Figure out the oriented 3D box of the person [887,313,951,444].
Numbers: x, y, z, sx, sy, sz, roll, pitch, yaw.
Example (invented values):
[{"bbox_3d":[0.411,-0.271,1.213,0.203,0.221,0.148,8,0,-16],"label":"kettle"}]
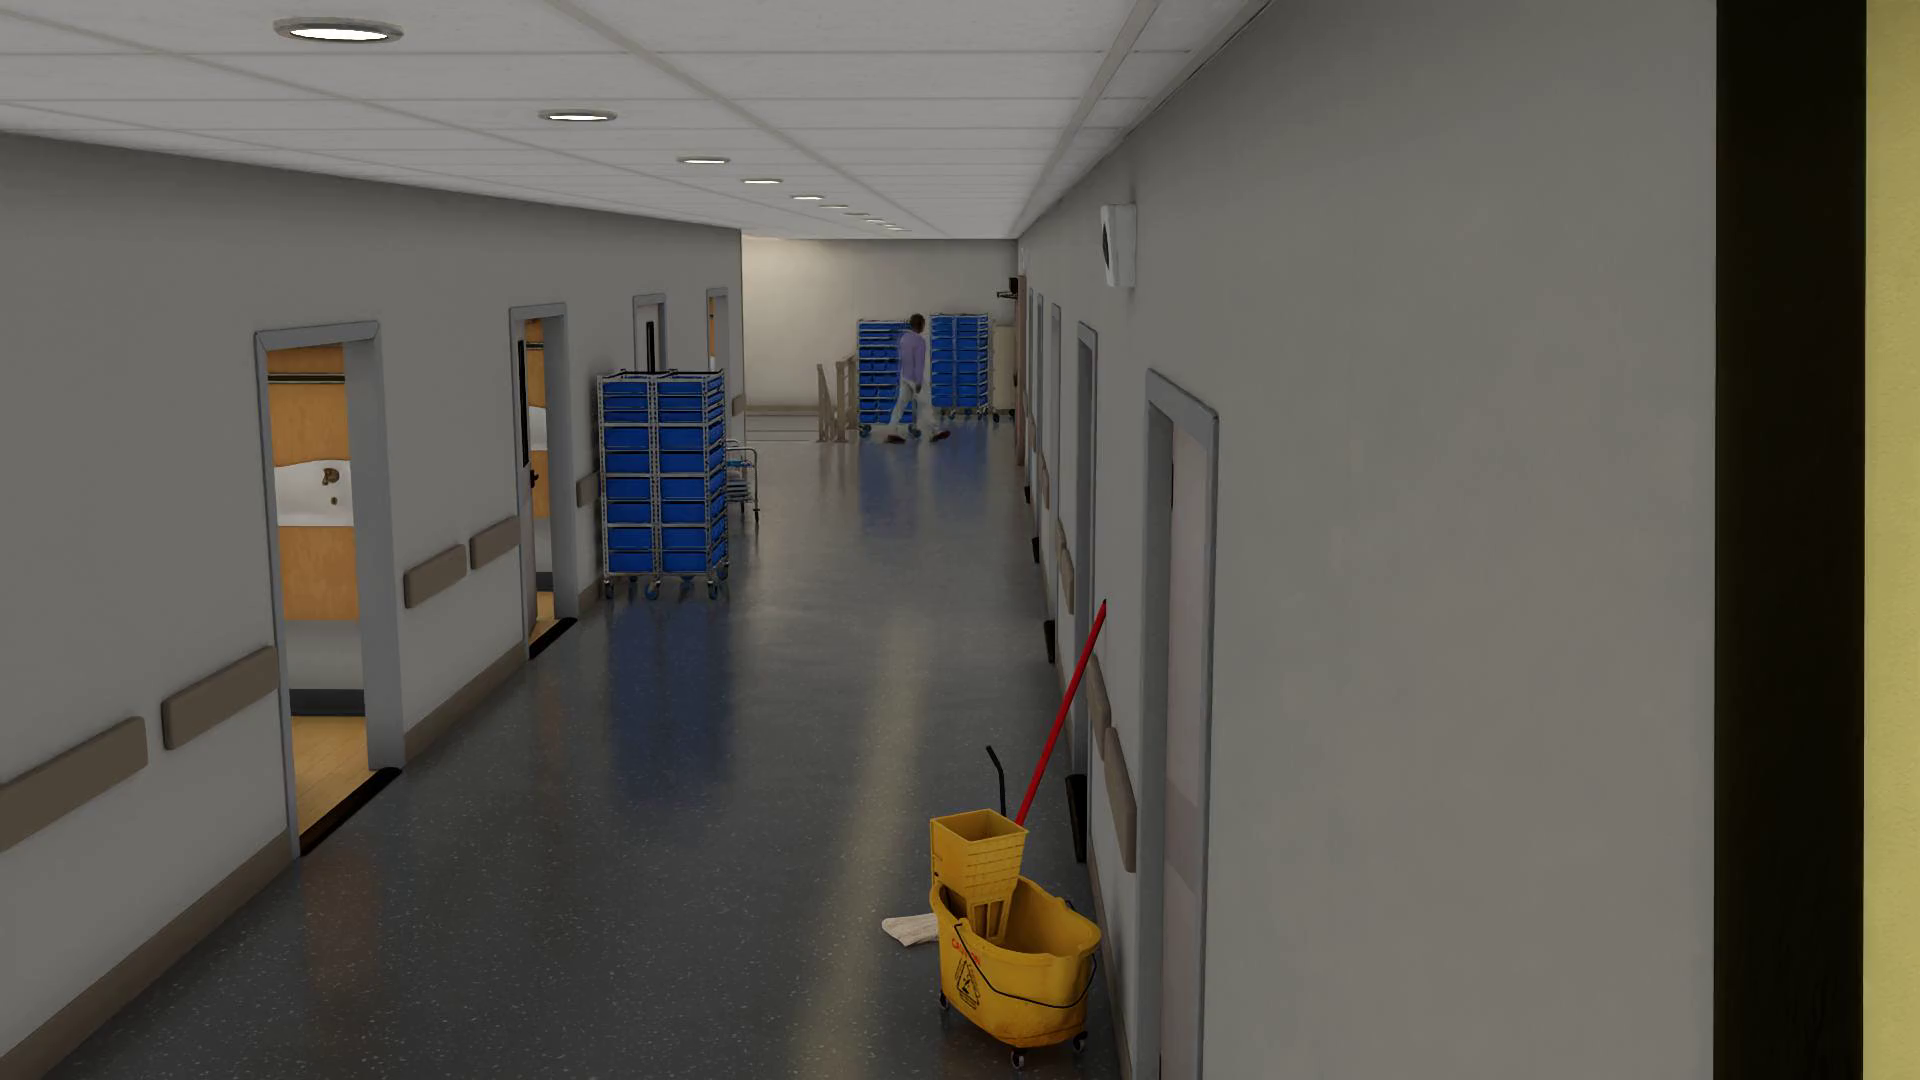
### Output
[{"bbox_3d":[-0.643,-2.337,24.129,1.030,1.884,0.651,-6,11,-33],"label":"person"}]
